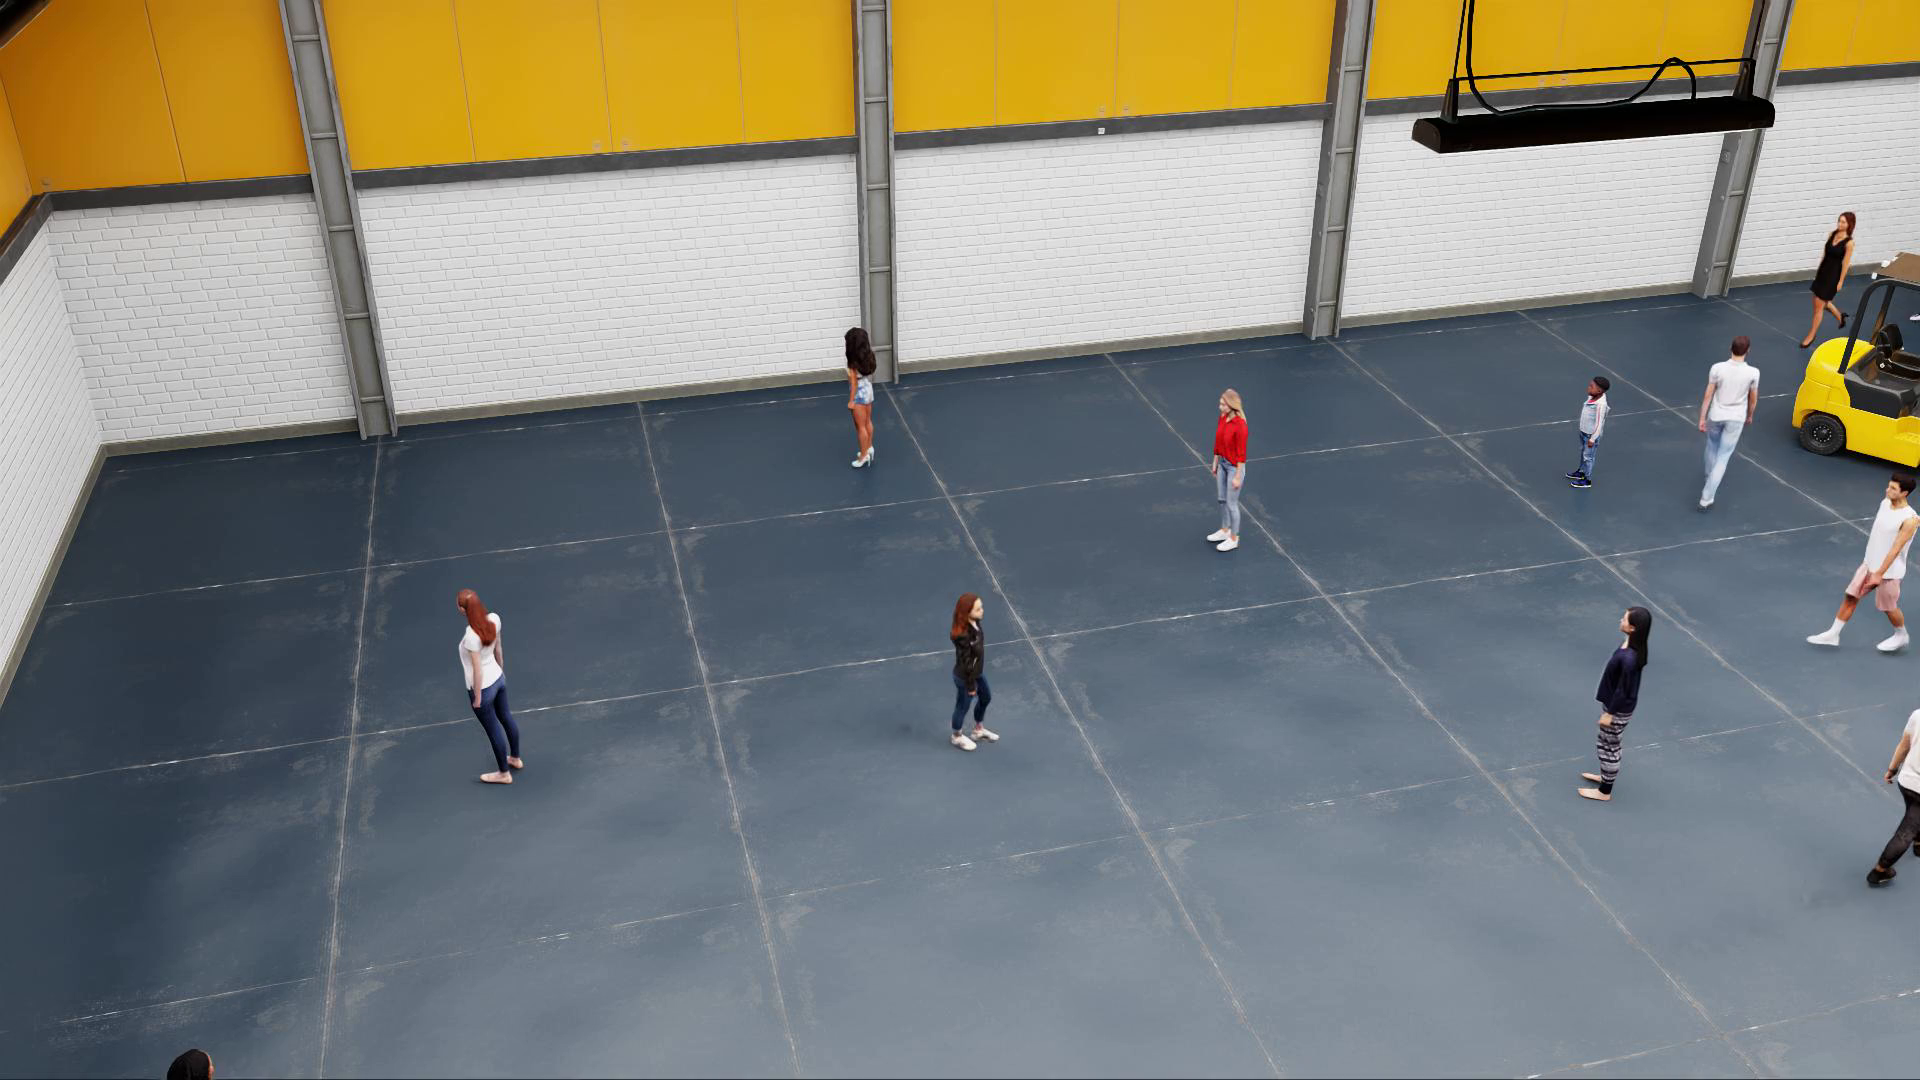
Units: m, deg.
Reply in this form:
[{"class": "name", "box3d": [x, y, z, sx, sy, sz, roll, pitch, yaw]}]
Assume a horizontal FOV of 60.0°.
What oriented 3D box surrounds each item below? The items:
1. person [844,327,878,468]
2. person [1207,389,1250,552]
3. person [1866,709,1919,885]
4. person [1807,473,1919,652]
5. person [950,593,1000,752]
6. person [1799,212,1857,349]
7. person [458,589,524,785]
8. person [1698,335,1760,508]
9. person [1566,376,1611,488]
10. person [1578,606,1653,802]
[{"class": "person", "box3d": [-1.102, -1.578, 18.335, 0.699, 1.624, 0.661, 7, 29, 13]}, {"class": "person", "box3d": [2.716, -0.715, 16.675, 0.594, 1.699, 0.666, -14, 31, -23]}, {"class": "person", "box3d": [6.959, 1.791, 12.090, 1.092, 1.691, 0.776, -13, 31, -22]}, {"class": "person", "box3d": [8.341, 0.249, 14.856, 1.162, 1.748, 0.764, -3, 29, -5]}, {"class": "person", "box3d": [0.005, 1.068, 13.646, 0.752, 1.470, 0.704, 8, 30, 14]}, {"class": "person", "box3d": [11.222, -3.327, 21.340, 0.889, 1.818, 0.585, -8, 30, -14]}, {"class": "person", "box3d": [-3.738, 1.154, 13.208, 0.676, 1.738, 0.649, 8, 30, 15]}, {"class": "person", "box3d": [8.035, -1.206, 17.471, 1.152, 1.798, 1.265, 18, 33, 29]}, {"class": "person", "box3d": [6.834, -1.185, 17.996, 0.566, 1.260, 0.545, 2, 29, 4]}, {"class": "person", "box3d": [5.159, 1.265, 13.008, 0.730, 1.735, 0.676, 14, 32, 25]}]
